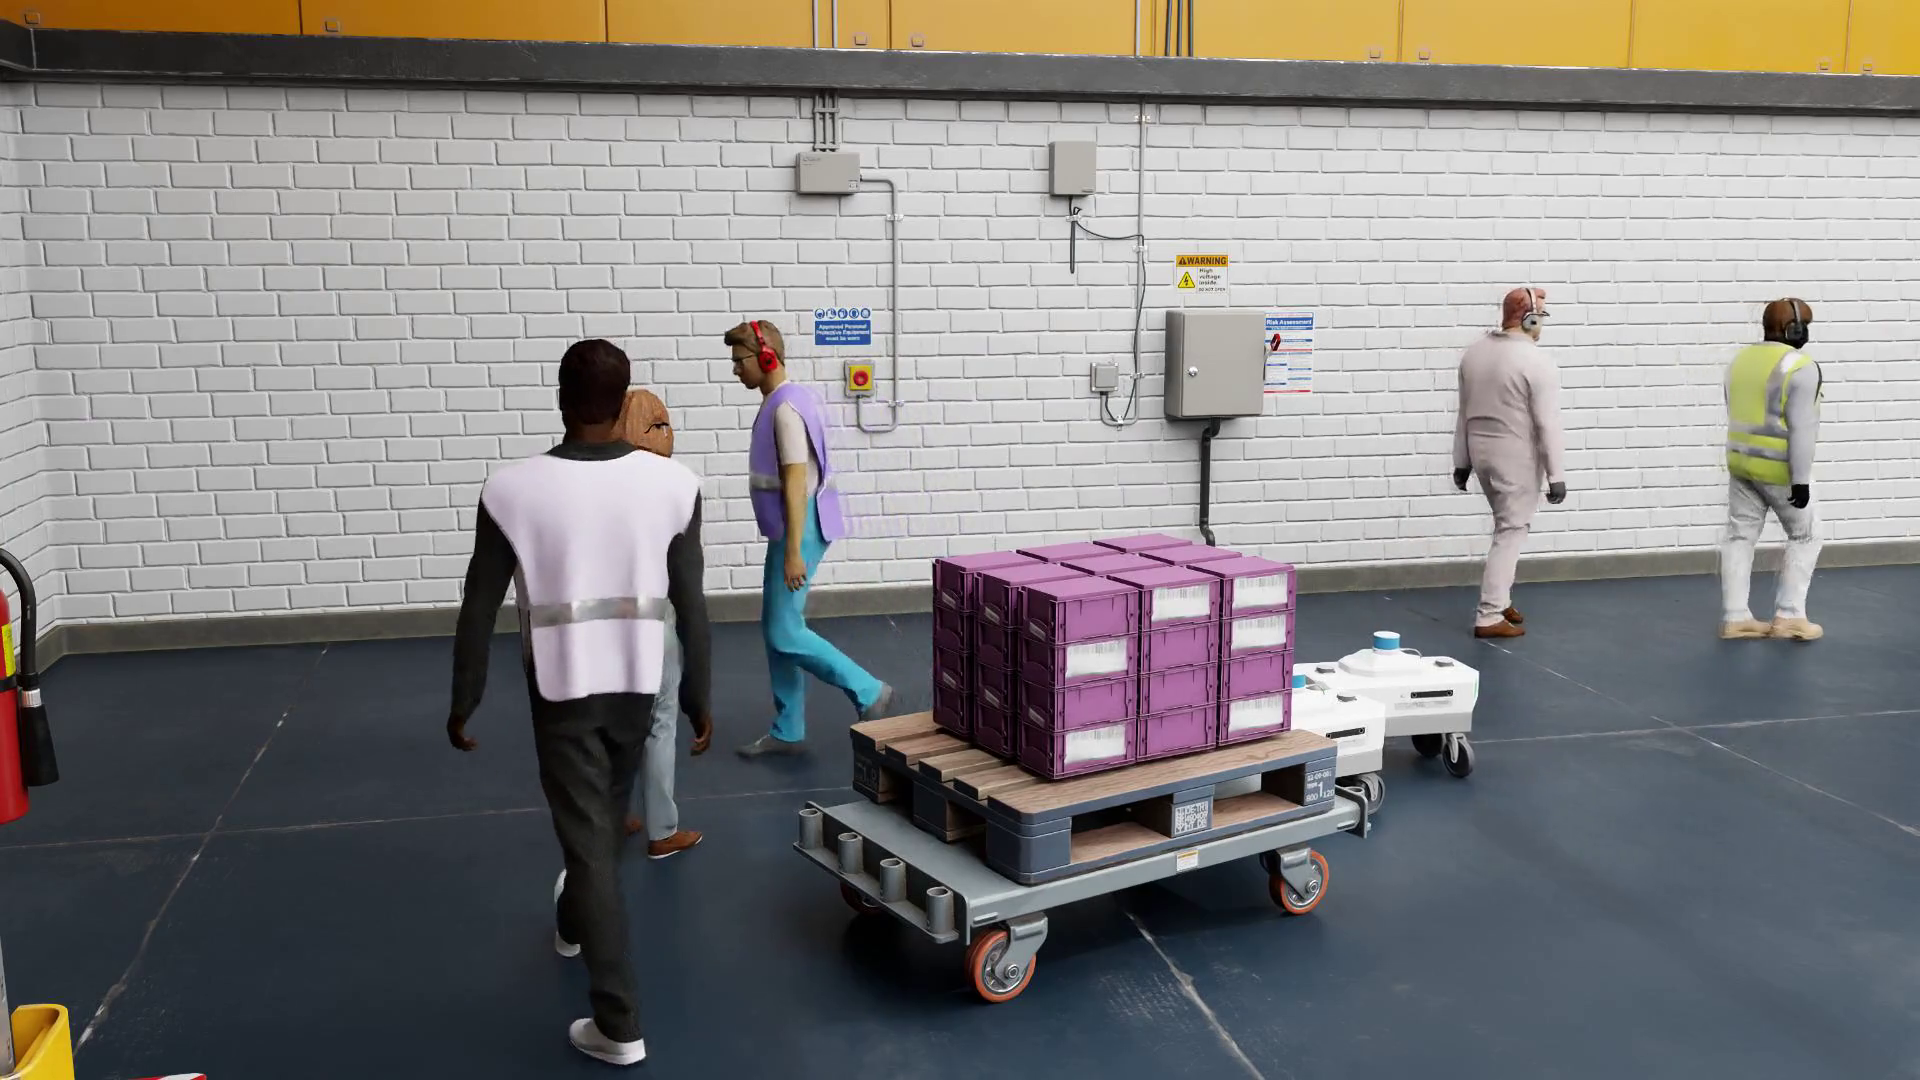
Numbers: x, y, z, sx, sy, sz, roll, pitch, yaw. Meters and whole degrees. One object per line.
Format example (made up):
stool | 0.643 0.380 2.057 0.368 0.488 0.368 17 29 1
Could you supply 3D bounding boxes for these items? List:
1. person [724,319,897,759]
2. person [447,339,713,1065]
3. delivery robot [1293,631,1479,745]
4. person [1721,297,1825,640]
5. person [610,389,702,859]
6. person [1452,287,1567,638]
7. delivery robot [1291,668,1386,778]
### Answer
person | -0.639 0.011 6.798 0.610 1.813 0.633 -2 10 -11
person | -1.040 0.390 4.549 0.648 1.857 1.010 -6 12 -30
delivery robot | 1.709 0.612 6.697 0.707 0.478 0.477 -2 10 -12
person | 4.394 -0.367 8.850 0.634 1.825 0.654 -3 11 -15
person | -1.113 0.291 5.774 0.493 1.624 0.280 4 11 21
person | 3.018 -0.408 8.932 0.636 1.880 0.670 -4 11 -23
delivery robot | 1.217 0.714 6.132 0.707 0.478 0.477 -5 11 -26
